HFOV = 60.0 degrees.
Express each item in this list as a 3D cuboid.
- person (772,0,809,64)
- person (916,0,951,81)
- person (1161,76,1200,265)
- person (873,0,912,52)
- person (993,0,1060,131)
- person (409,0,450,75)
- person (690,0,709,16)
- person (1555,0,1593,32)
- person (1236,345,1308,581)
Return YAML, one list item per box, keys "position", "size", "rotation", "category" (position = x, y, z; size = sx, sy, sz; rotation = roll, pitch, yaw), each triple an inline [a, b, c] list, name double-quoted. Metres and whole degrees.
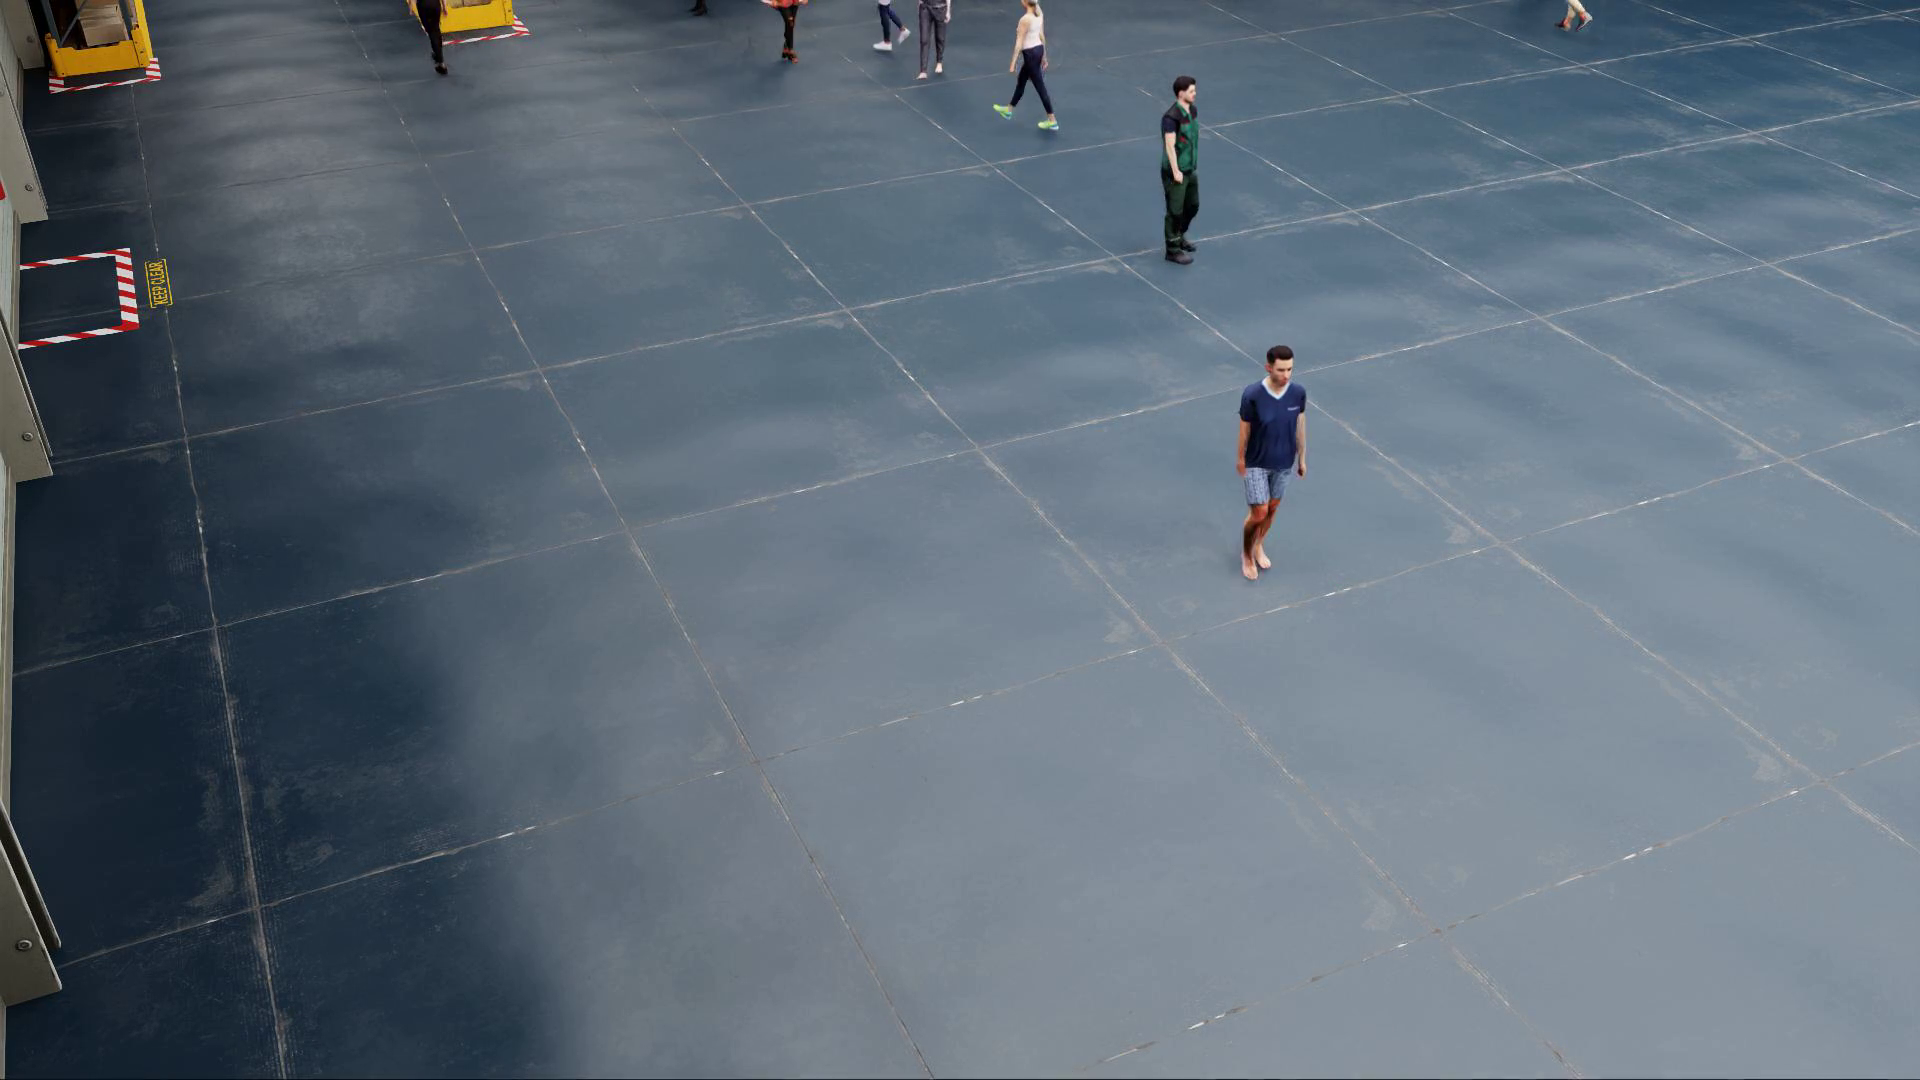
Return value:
- position: [-2.372, -7.329, 22.457]
  size: [0.729, 1.688, 0.777]
  rotation: [-26, 41, -34]
  category: "person"
- position: [-0.316, -6.967, 21.866]
  size: [1.012, 1.726, 1.187]
  rotation: [4, 33, 7]
  category: "person"
- position: [2.155, -3.741, 16.750]
  size: [0.853, 1.895, 0.832]
  rotation: [20, 38, 28]
  category: "person"
- position: [-0.927, -7.597, 22.797]
  size: [0.900, 1.766, 0.850]
  rotation: [8, 34, 12]
  category: "person"
- position: [0.951, -5.746, 20.056]
  size: [1.240, 1.652, 1.039]
  rotation: [19, 38, 27]
  category: "person"
- position: [-6.970, -7.005, 21.956]
  size: [0.765, 1.690, 0.966]
  rotation: [-27, 42, -35]
  category: "person"
- position: [-3.881, -8.547, 24.421]
  size: [0.690, 1.589, 0.485]
  rotation: [-7, 34, -11]
  category: "person"
- position: [8.793, -8.066, 23.454]
  size: [0.741, 1.838, 0.943]
  rotation: [-21, 38, -29]
  category: "person"
- position: [2.198, -0.622, 12.016]
  size: [0.684, 1.828, 0.719]
  rotation: [-8, 34, -13]
  category: "person"
